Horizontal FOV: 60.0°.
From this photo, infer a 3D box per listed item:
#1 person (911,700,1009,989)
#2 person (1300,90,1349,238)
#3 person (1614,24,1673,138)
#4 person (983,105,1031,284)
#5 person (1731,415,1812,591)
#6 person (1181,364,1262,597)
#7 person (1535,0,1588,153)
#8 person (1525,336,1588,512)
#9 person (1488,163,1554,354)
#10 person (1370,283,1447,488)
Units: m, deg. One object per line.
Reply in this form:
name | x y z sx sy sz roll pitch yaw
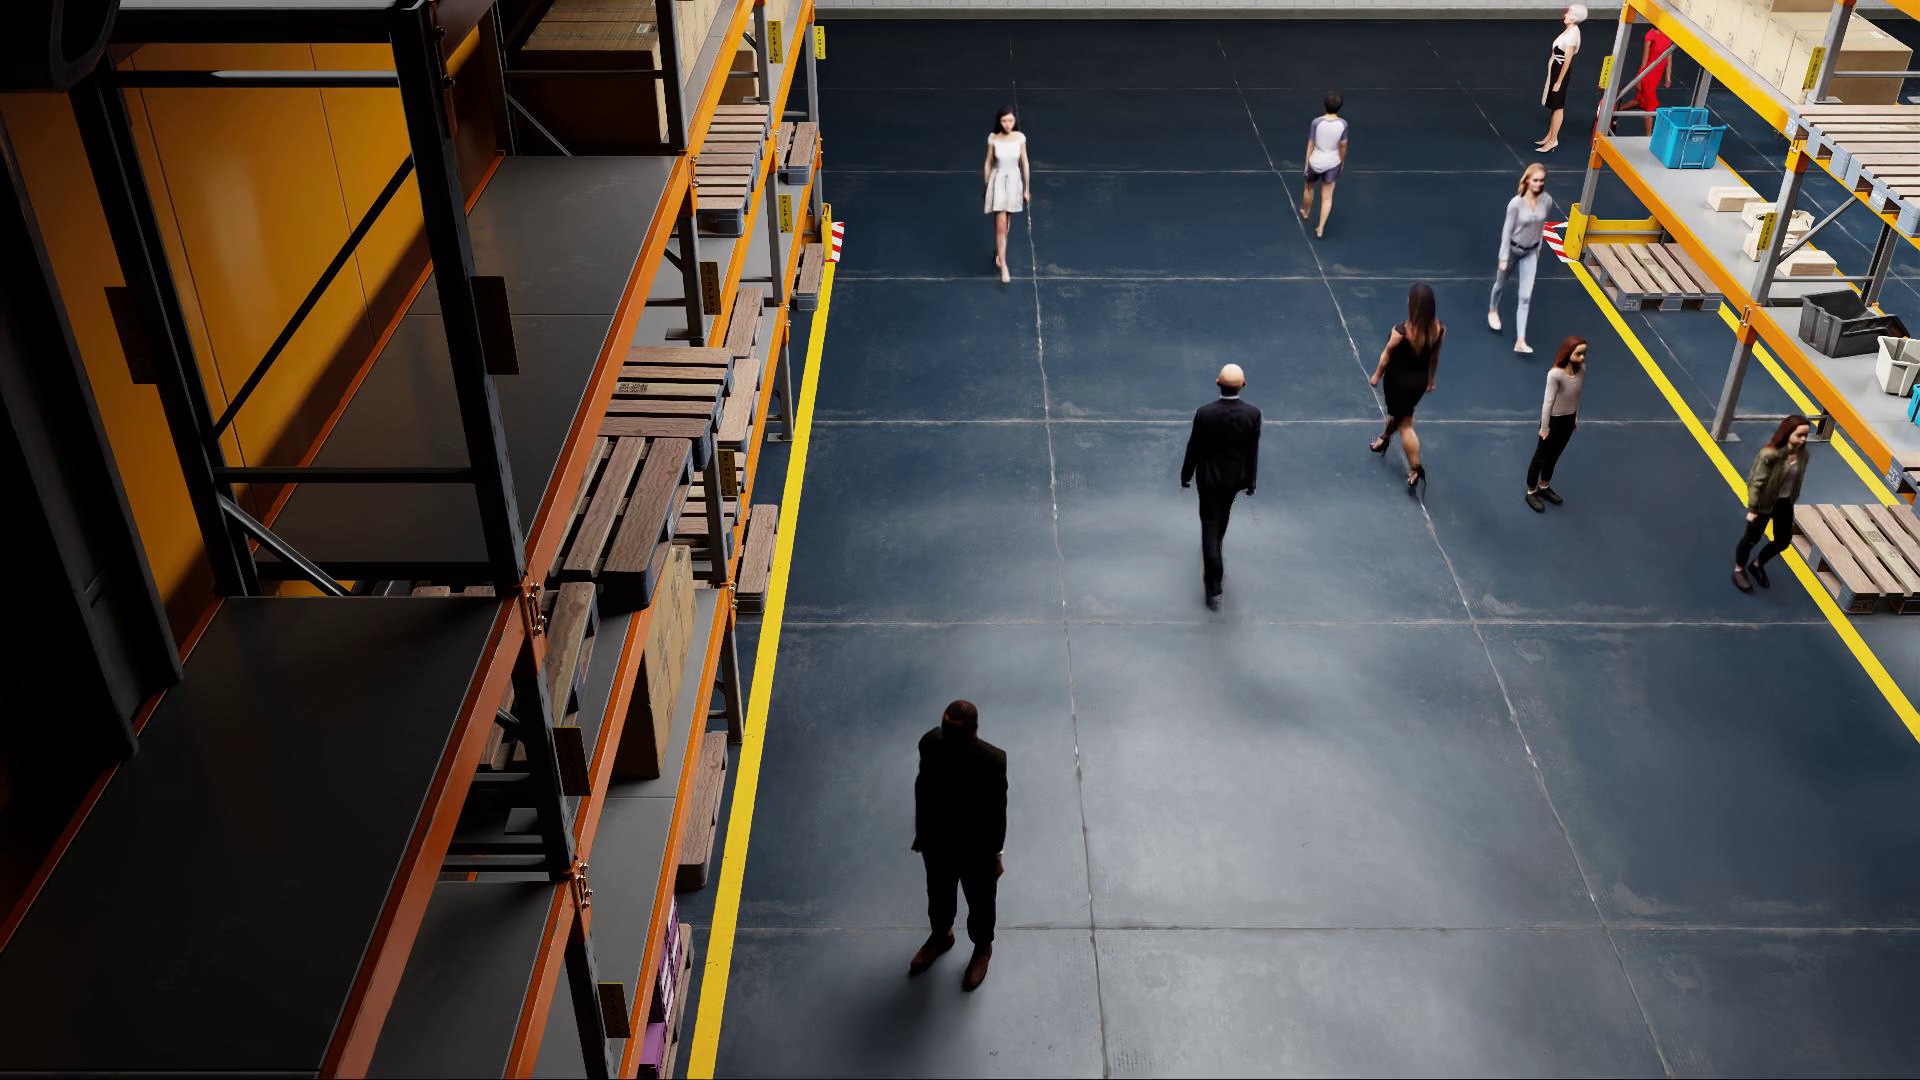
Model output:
person | 0.002 1.603 9.004 0.793 1.903 0.781 15 37 22
person | 3.890 -3.987 17.746 0.646 1.535 0.928 3 34 5
person | 8.200 -5.557 19.952 0.980 1.709 1.138 -24 40 -31
person | 0.442 -3.578 16.944 0.731 1.742 1.045 -5 34 -7
person | 5.932 -0.301 12.264 0.613 1.464 0.588 -4 34 -7
person | 1.913 -0.417 12.160 0.716 1.774 1.146 -1 34 -2
person | 7.175 -5.511 19.840 0.744 1.756 0.581 9 35 14
person | 4.747 -0.951 13.224 0.615 1.485 0.635 -18 38 -25
person | 5.201 -2.687 15.606 0.706 1.738 1.213 -3 34 -5
person | 3.654 -1.200 13.427 0.939 1.675 1.144 -14 36 -20
